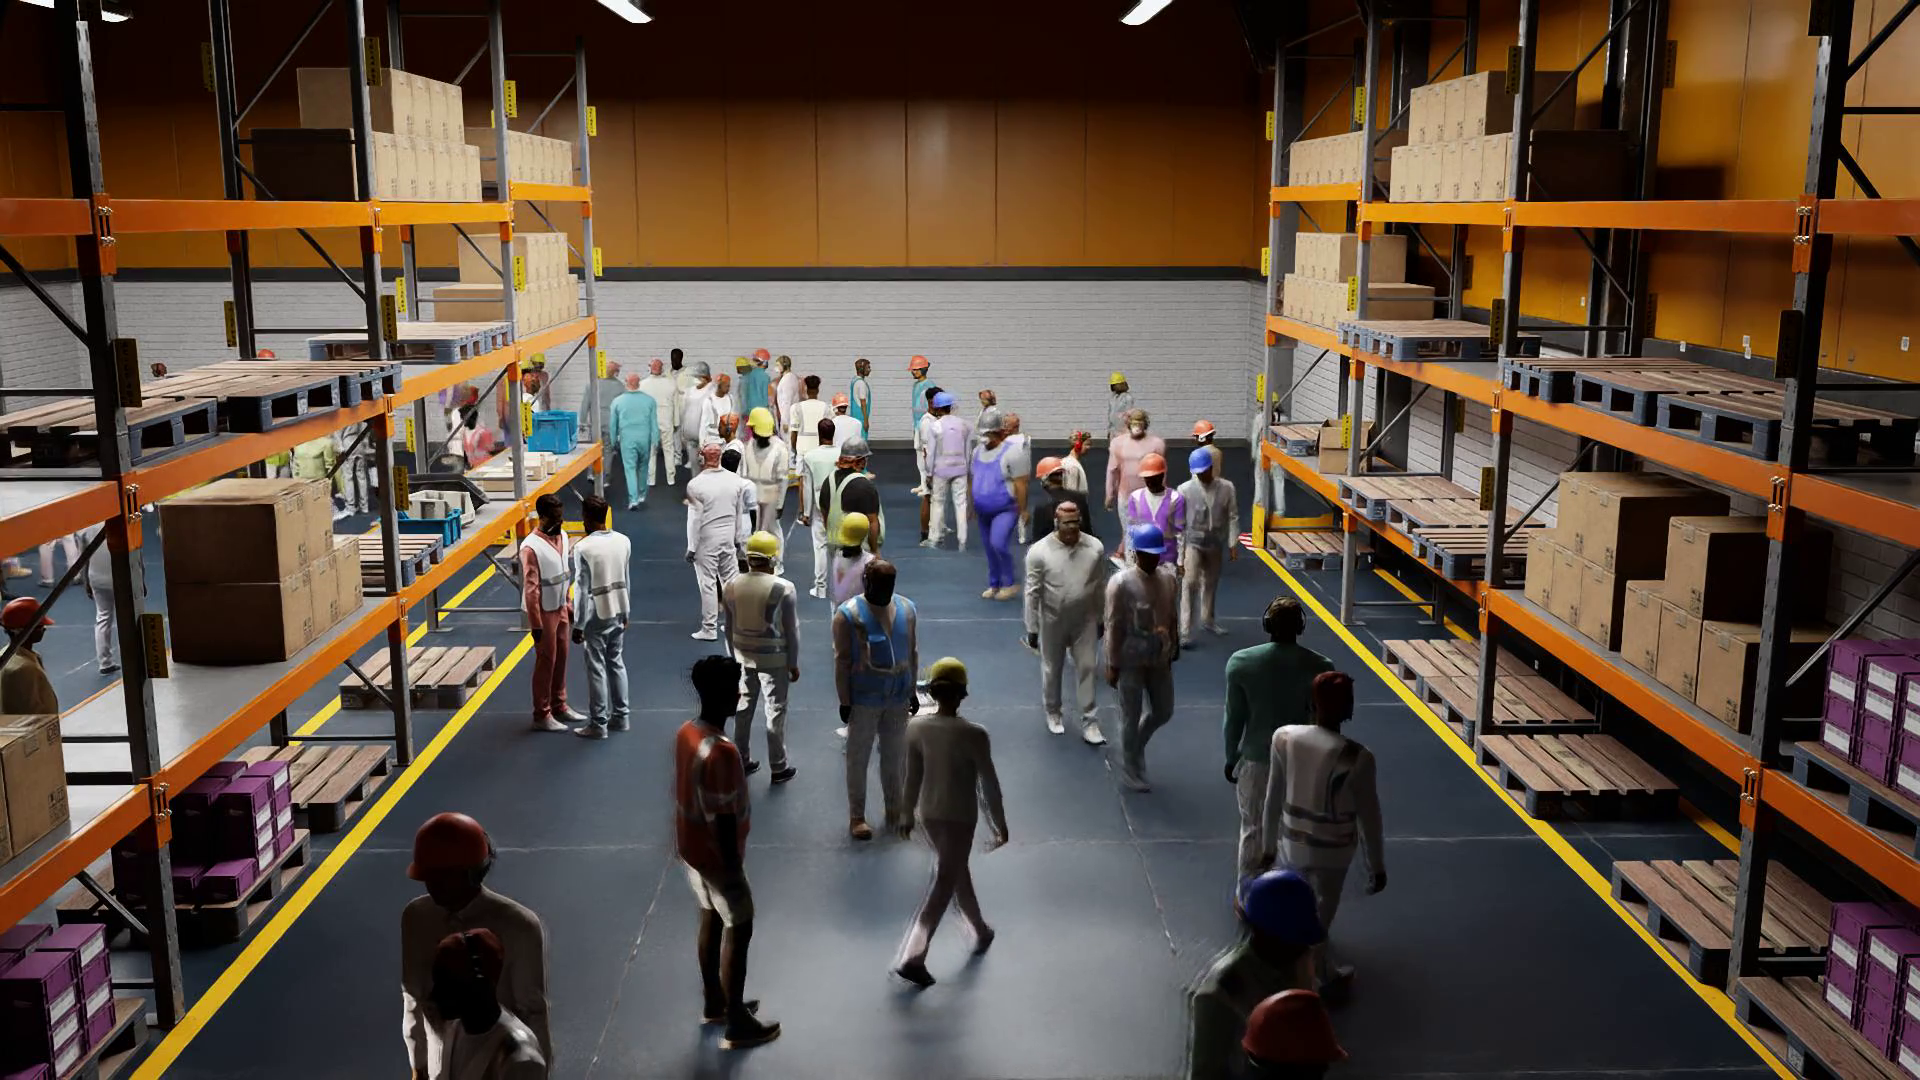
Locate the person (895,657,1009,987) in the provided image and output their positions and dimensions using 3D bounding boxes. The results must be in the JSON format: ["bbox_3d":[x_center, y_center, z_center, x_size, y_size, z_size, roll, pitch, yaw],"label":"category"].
[{"bbox_3d":[-0.081,1.501,8.953,0.590,1.708,0.870,9,14,37],"label":"person"}]

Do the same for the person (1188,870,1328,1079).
[{"bbox_3d":[0.996,2.012,5.878,0.631,1.914,0.665,-11,16,-43],"label":"person"}]

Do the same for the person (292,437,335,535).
[{"bbox_3d":[-7.604,-0.650,19.580,0.525,1.771,0.305,2,11,11],"label":"person"}]

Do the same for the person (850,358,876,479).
[{"bbox_3d":[-1.499,-1.852,25.415,0.331,1.843,0.521,-4,12,-18],"label":"person"}]

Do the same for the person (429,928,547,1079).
[{"bbox_3d":[-1.489,2.132,5.361,0.341,1.877,0.583,-9,14,-37],"label":"person"}]

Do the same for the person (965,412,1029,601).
[{"bbox_3d":[0.375,-0.364,17.457,0.756,2.000,0.552,11,15,42],"label":"person"}]

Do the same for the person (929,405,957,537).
[{"bbox_3d":[-0.238,-0.899,20.898,0.353,1.741,0.566,4,12,21],"label":"person"}]

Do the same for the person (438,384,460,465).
[{"bbox_3d":[-8.260,-2.229,26.804,0.372,2.042,0.615,-3,12,-13],"label":"person"}]

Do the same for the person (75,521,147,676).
[{"bbox_3d":[-7.467,0.337,14.692,0.568,1.743,0.351,1,11,5],"label":"person"}]

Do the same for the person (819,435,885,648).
[{"bbox_3d":[-0.953,0.032,15.469,0.537,2.000,0.675,-10,15,-42],"label":"person"}]

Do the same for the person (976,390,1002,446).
[{"bbox_3d":[0.413,-1.271,23.044,0.316,1.631,0.526,-8,14,-34],"label":"person"}]

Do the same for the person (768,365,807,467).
[{"bbox_3d":[-2.616,-1.861,25.384,0.601,1.863,0.918,-1,11,-7],"label":"person"}]

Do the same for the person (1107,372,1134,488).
[{"bbox_3d":[2.328,-1.595,24.415,0.324,1.730,0.490,-9,15,-39],"label":"person"}]

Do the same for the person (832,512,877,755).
[{"bbox_3d":[-0.826,0.686,12.610,0.368,1.893,0.751,-7,13,-30],"label":"person"}]

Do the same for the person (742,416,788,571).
[{"bbox_3d":[-2.179,-0.449,18.334,0.590,1.857,0.910,0,11,2],"label":"person"}]

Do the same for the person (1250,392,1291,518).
[{"bbox_3d":[4.088,-1.094,21.931,0.544,1.714,0.484,3,12,14],"label":"person"}]

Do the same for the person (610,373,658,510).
[{"bbox_3d":[-4.498,-1.367,22.993,0.646,1.858,1.036,-3,12,-17],"label":"person"}]

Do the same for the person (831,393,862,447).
[{"bbox_3d":[-1.531,-1.016,21.447,0.571,1.749,0.343,-8,14,-36],"label":"person"}]

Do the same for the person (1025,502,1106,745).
[{"bbox_3d":[0.849,0.650,12.776,0.678,1.869,0.916,-2,11,-11],"label":"person"}]

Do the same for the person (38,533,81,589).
[{"bbox_3d":[-9.868,-0.386,18.062,0.569,1.843,0.372,-11,15,-42],"label":"person"}]

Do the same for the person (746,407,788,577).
[{"bbox_3d":[-2.191,-0.531,18.588,0.594,1.922,0.379,9,14,39],"label":"person"}]

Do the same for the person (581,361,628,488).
[{"bbox_3d":[-5.250,-1.714,24.715,0.732,1.863,0.555,-1,11,-3],"label":"person"}]

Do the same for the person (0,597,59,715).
[{"bbox_3d":[-5.725,1.209,10.289,0.342,1.750,0.568,-9,14,-37],"label":"person"}]

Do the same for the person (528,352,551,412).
[{"bbox_3d":[-6.991,-2.249,27.630,0.339,1.761,0.525,7,13,30],"label":"person"}]

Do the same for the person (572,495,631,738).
[{"bbox_3d":[-2.788,0.593,13.008,0.411,1.906,0.602,6,13,27],"label":"person"}]

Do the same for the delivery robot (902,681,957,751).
[{"bbox_3d":[-0.279,1.310,12.568,0.477,0.478,0.707,4,12,19],"label":"delivery robot"}]

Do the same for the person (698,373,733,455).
[{"bbox_3d":[-3.362,-1.354,22.864,0.388,1.873,0.724,8,14,34],"label":"person"}]

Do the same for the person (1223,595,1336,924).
[{"bbox_3d":[1.823,1.270,9.555,0.627,1.933,0.369,1,11,3],"label":"person"}]

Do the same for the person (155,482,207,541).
[{"bbox_3d":[-8.051,-0.119,17.195,0.542,1.657,0.827,1,11,4],"label":"person"}]

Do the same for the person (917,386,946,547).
[{"bbox_3d":[-0.340,-0.905,20.361,0.364,1.962,0.613,1,11,3],"label":"person"}]

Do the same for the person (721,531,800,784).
[{"bbox_3d":[-1.421,0.840,11.988,0.587,1.825,0.404,5,12,23],"label":"person"}]
